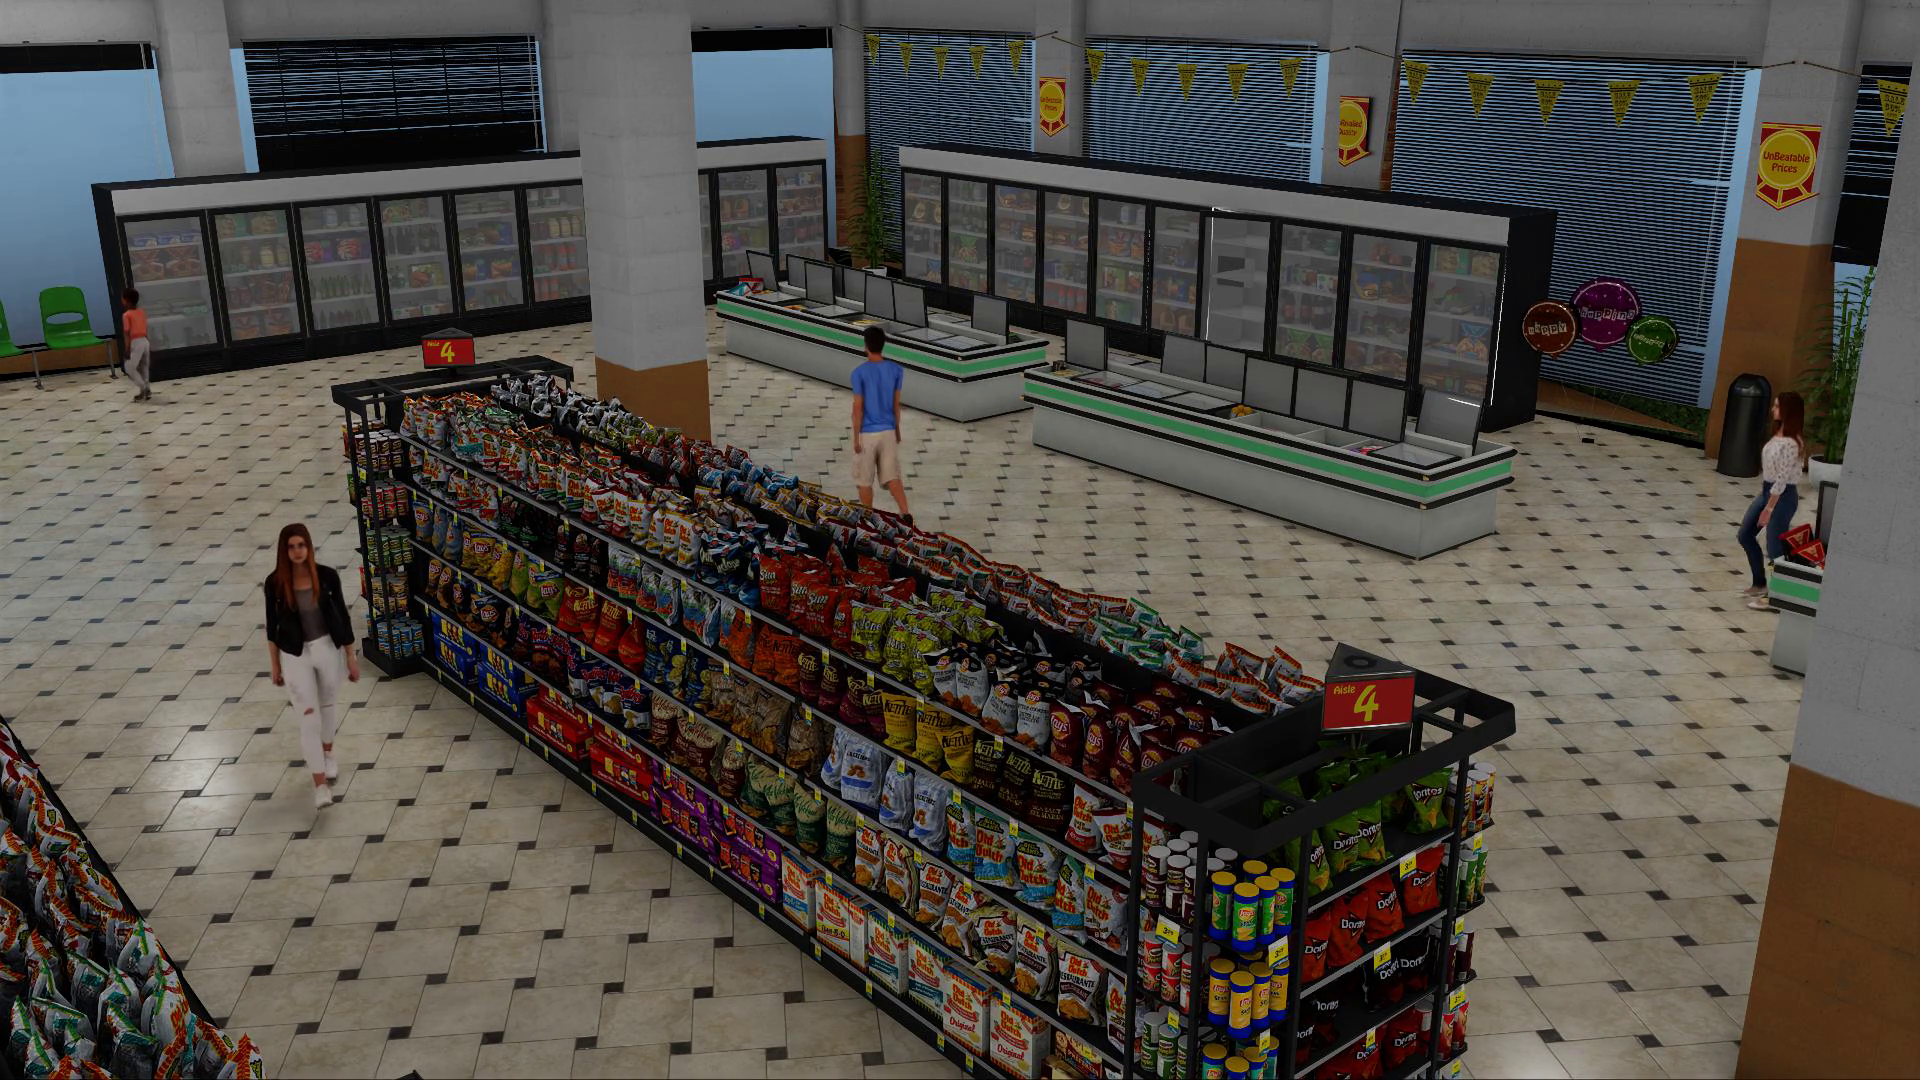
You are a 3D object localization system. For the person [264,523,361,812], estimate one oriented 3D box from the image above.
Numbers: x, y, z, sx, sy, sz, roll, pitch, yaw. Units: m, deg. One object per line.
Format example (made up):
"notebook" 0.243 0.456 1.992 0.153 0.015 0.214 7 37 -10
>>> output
"person" -3.817 0.697 9.810 0.795 1.663 1.146 -9 21 -25

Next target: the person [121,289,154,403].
"person" -9.384 -2.224 19.034 0.716 1.305 0.640 7 20 20

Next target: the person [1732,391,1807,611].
"person" 6.295 -0.274 12.609 0.781 1.714 0.726 3 19 9

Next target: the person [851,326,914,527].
"person" -0.675 -0.874 14.190 0.790 1.841 1.114 -10 21 -26
